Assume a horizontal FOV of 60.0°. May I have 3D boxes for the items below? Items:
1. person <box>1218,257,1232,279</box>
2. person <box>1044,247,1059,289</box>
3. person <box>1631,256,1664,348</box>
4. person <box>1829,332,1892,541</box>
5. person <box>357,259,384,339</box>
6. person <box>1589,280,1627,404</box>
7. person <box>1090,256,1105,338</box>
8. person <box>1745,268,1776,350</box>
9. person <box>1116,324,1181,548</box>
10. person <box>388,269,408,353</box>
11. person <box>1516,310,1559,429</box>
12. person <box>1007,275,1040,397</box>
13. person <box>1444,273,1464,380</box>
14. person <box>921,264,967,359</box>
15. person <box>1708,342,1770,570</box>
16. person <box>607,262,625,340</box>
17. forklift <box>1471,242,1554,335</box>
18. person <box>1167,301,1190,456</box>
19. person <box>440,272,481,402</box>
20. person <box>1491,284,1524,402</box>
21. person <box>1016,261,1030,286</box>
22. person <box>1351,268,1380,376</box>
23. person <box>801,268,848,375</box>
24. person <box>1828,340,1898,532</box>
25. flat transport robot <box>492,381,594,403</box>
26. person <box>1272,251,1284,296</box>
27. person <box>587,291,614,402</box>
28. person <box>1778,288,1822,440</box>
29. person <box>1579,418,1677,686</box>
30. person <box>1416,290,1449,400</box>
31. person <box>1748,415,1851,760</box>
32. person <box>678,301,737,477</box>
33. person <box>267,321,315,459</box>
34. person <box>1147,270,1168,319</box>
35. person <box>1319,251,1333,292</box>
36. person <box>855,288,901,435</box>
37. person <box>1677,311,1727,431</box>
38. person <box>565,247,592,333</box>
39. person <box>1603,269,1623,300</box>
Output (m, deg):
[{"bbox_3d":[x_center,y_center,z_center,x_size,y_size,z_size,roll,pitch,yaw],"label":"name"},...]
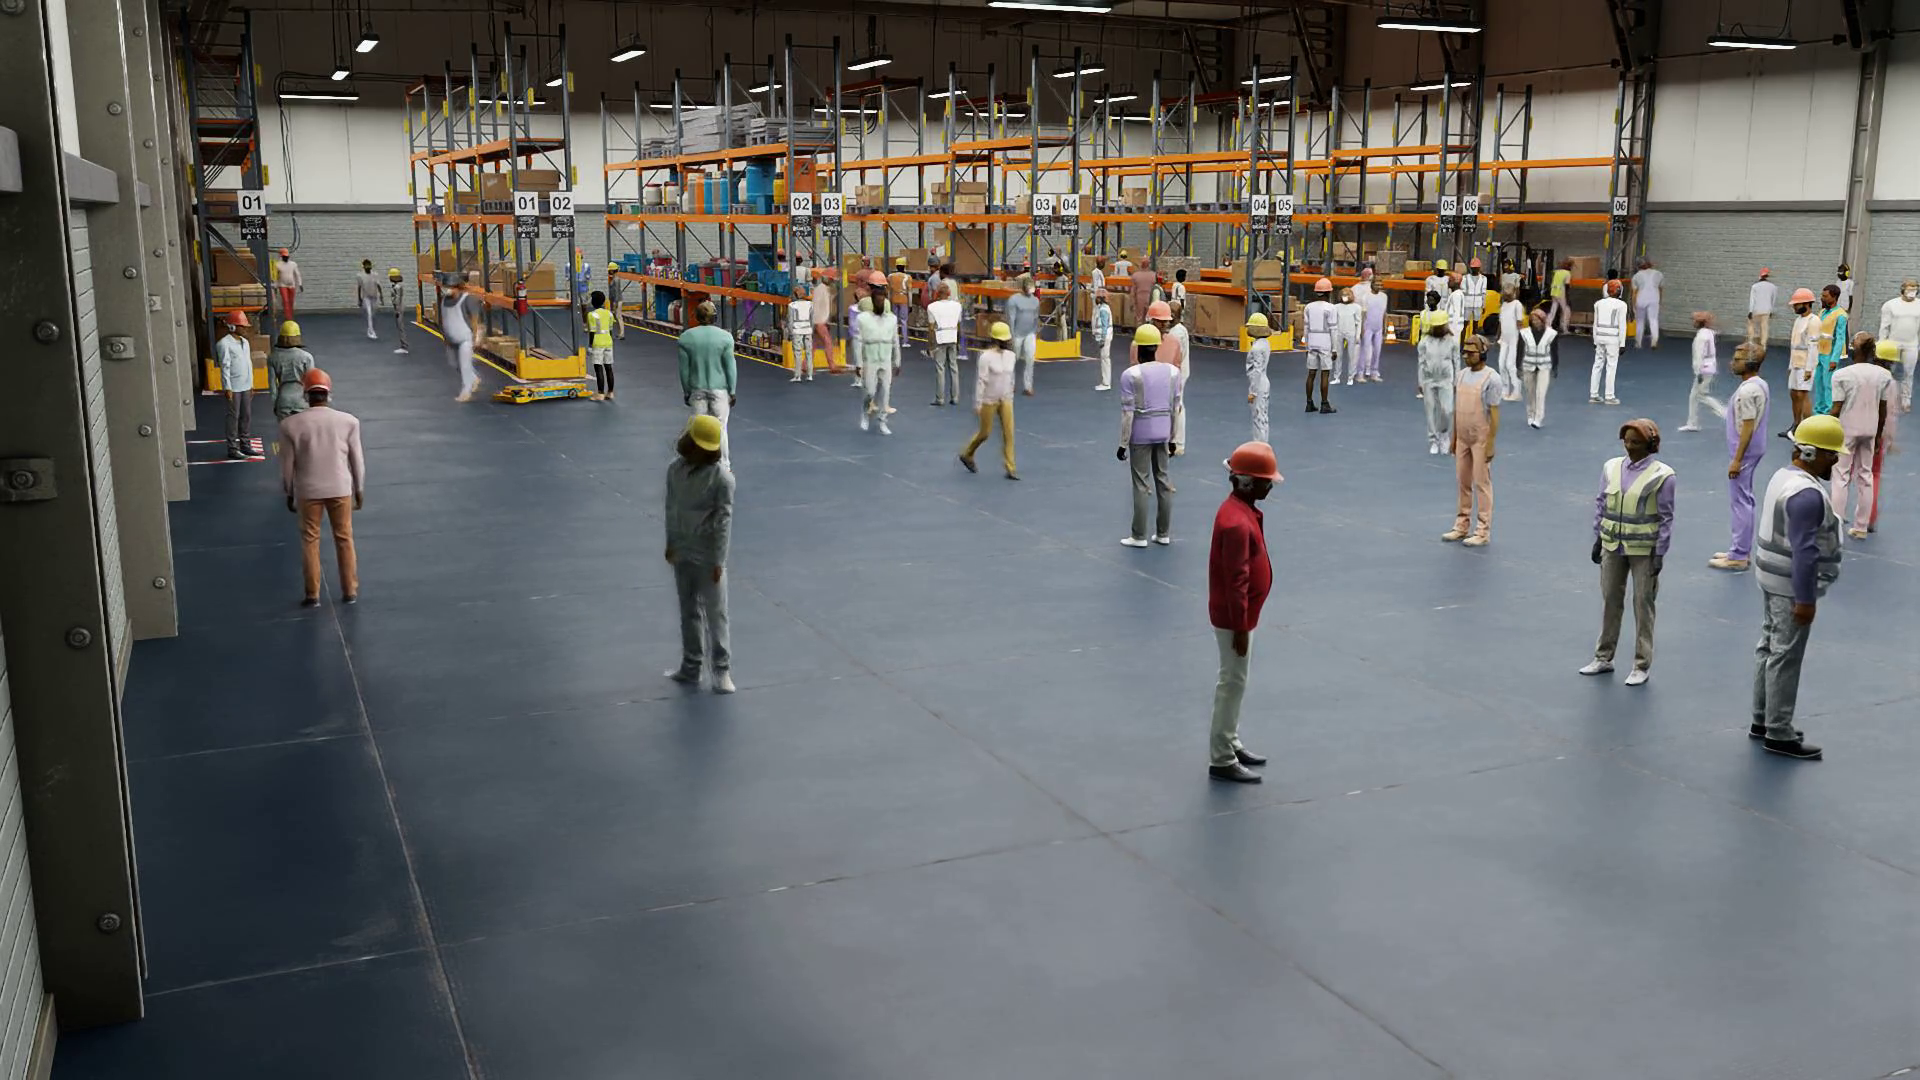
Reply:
[{"bbox_3d":[7.619,-7.281,47.572,0.501,1.633,0.281,1,11,7],"label":"person"},{"bbox_3d":[2.718,-7.749,49.346,0.517,1.874,0.328,-11,15,-43],"label":"person"},{"bbox_3d":[14.572,-5.072,35.307,0.700,2.000,0.866,1,11,7],"label":"person"},{"bbox_3d":[7.852,-0.902,14.614,0.507,1.846,0.345,0,11,-1],"label":"person"},{"bbox_3d":[-13.628,-5.568,38.366,0.520,1.838,0.838,-9,14,-38],"label":"person"},{"bbox_3d":[9.821,-2.993,25.177,0.355,1.876,0.574,-6,13,-28],"label":"person"},{"bbox_3d":[3.190,-5.588,38.322,0.355,1.887,0.574,3,11,13],"label":"person"},{"bbox_3d":[16.646,-4.793,34.673,0.601,1.719,0.764,-1,11,-5],"label":"person"},{"bbox_3d":[1.618,-0.890,14.336,0.585,1.930,0.366,-5,12,-25],"label":"person"},{"bbox_3d":[-11.608,-4.727,34.339,0.319,1.737,0.485,-4,12,-18],"label":"person"},{"bbox_3d":[7.755,-2.292,22.328,0.551,1.593,0.885,5,12,24],"label":"person"},{"bbox_3d":[0.943,-3.237,26.343,0.645,1.911,0.881,-7,13,-31],"label":"person"},{"bbox_3d":[8.237,-3.518,27.805,0.347,1.884,0.584,3,12,16],"label":"person"},{"bbox_3d":[-0.281,-4.500,32.855,0.996,1.857,0.592,7,13,30],"label":"person"},{"bbox_3d":[6.334,-0.678,13.474,0.332,1.844,0.517,7,13,33],"label":"person"},{"bbox_3d":[-7.843,-5.427,37.841,0.349,1.758,0.522,-4,12,-18],"label":"person"},{"bbox_3d":[13.047,-6.049,39.881,2.313,2.155,1.214,-5,12,-23],"label":"forklift"},{"bbox_3d":[2.550,-1.909,19.756,0.349,1.836,0.506,2,11,12],"label":"person"},{"bbox_3d":[-7.646,-3.155,25.564,0.696,2.000,0.718,5,12,26],"label":"person"},{"bbox_3d":[8.472,-3.029,25.570,0.379,1.801,0.600,-3,12,-15],"label":"person"},{"bbox_3d":[1.558,-5.705,39.257,0.572,1.749,0.342,-5,12,-25],"label":"person"},{"bbox_3d":[7.188,-3.852,29.441,0.410,1.912,0.643,-10,15,-42],"label":"person"},{"bbox_3d":[-2.423,-3.875,29.568,0.878,1.916,0.679,1,11,4],"label":"person"},{"bbox_3d":[8.269,-0.962,15.185,0.379,1.742,0.586,-6,13,-27],"label":"person"},{"bbox_3d":[-6.449,-2.300,25.733,0.652,0.197,1.431,9,15,40],"label":"flat transport robot"},{"bbox_3d":[8.913,-7.147,46.426,0.405,1.822,0.595,-8,14,-37],"label":"person"},{"bbox_3d":[-5.513,-2.967,25.489,0.319,1.696,0.532,6,12,27],"label":"person"},{"bbox_3d":[10.705,-2.233,21.193,0.390,1.923,0.549,1,11,3],"label":"person"},{"bbox_3d":[4.120,0.067,10.222,0.307,1.638,0.512,-8,14,-35],"label":"person"},{"bbox_3d":[7.301,-3.011,25.726,0.321,1.691,0.533,-8,14,-35],"label":"person"},{"bbox_3d":[4.466,0.238,8.878,0.404,1.822,0.591,3,12,15],"label":"person"},{"bbox_3d":[-2.711,-1.606,17.953,0.631,1.940,0.372,1,11,6],"label":"person"},{"bbox_3d":[-7.060,-1.449,17.652,0.491,1.744,0.295,-1,11,-7],"label":"person"},{"bbox_3d":[3.616,-4.038,30.590,0.381,1.835,0.561,2,11,11],"label":"person"},{"bbox_3d":[9.892,-6.935,45.281,0.632,1.838,0.541,9,14,37],"label":"person"},{"bbox_3d":[-1.065,-2.319,21.663,0.609,1.901,0.432,-5,12,-24],"label":"person"},{"bbox_3d":[9.836,-2.199,21.806,0.644,1.611,0.540,7,13,31],"label":"person"},{"bbox_3d":[-9.186,-6.011,40.067,0.614,2.045,0.368,-3,12,-16],"label":"person"},{"bbox_3d":[13.809,-4.899,35.296,0.540,1.698,0.317,-6,13,-29],"label":"person"}]
